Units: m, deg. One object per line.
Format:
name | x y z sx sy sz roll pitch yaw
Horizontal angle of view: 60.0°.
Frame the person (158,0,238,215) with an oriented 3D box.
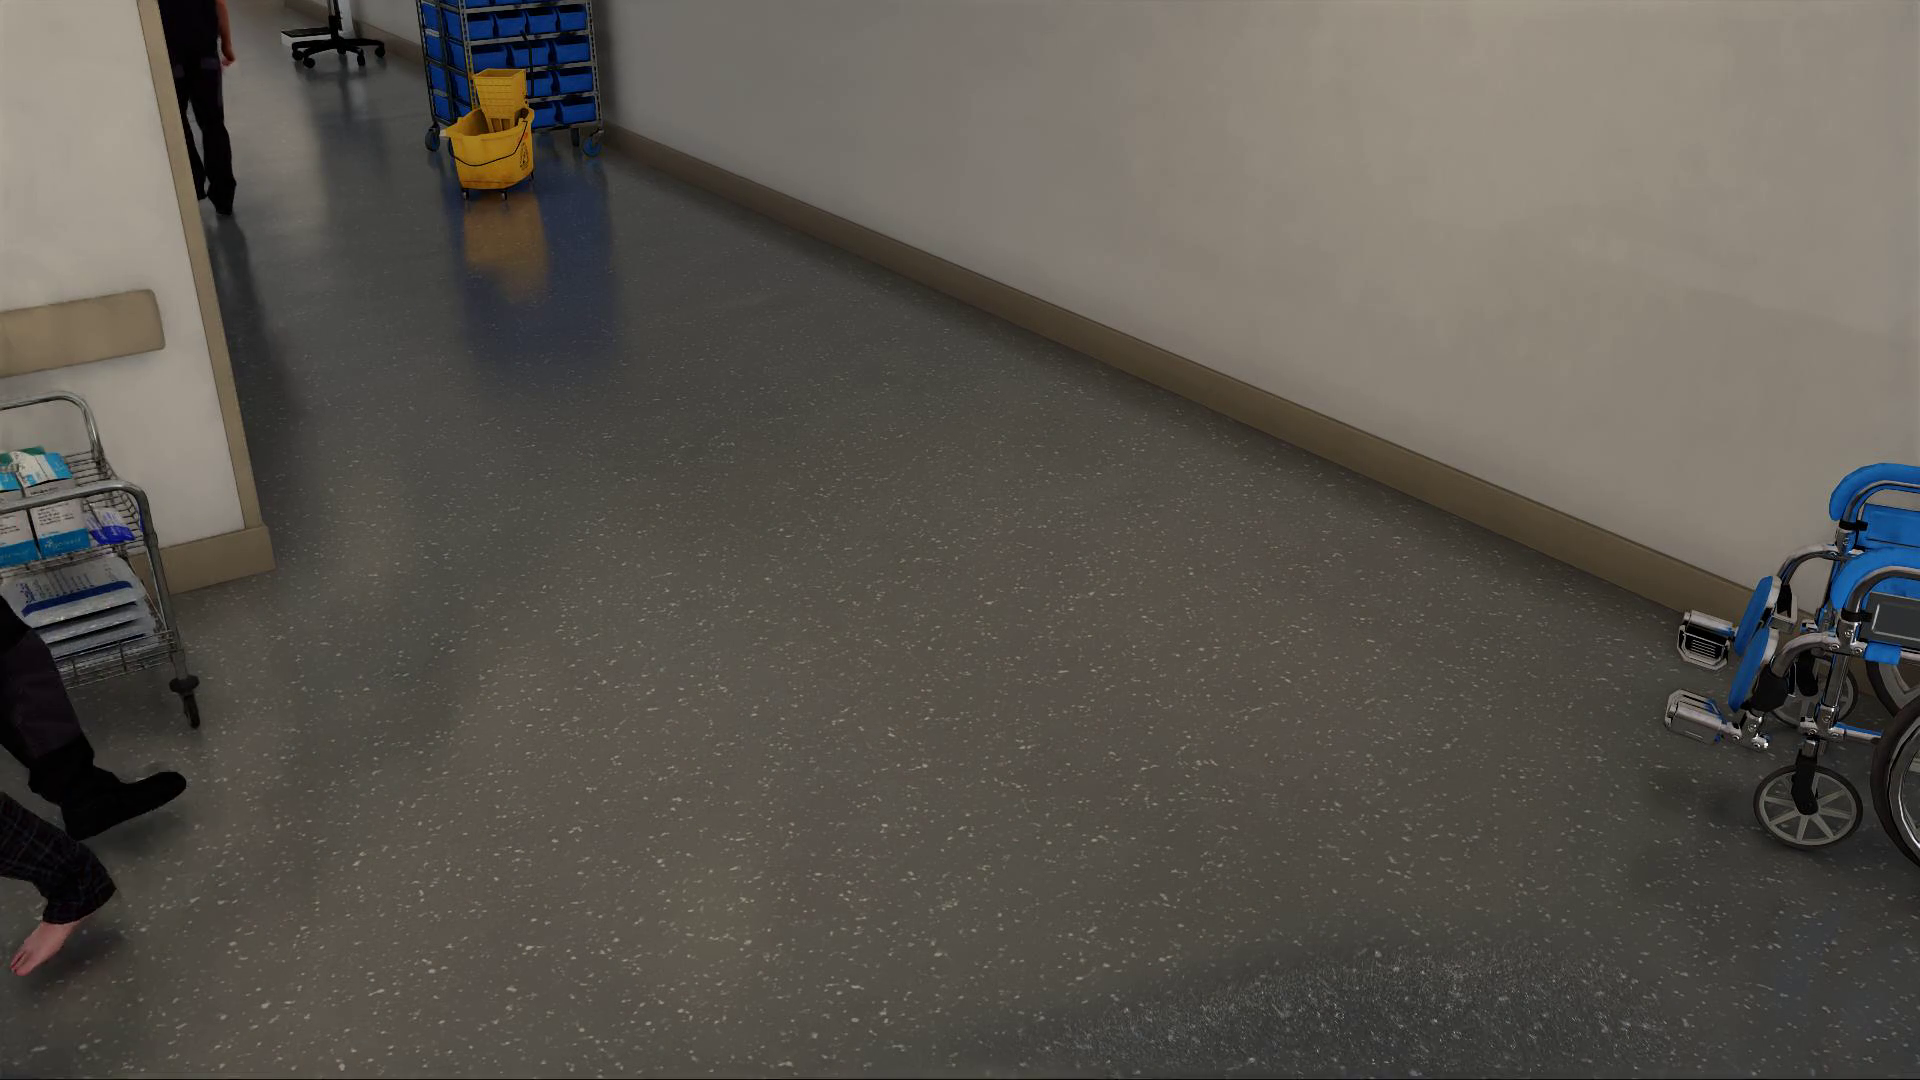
person | -4.315 -2.722 9.272 0.671 1.833 0.759 -14 29 -27
